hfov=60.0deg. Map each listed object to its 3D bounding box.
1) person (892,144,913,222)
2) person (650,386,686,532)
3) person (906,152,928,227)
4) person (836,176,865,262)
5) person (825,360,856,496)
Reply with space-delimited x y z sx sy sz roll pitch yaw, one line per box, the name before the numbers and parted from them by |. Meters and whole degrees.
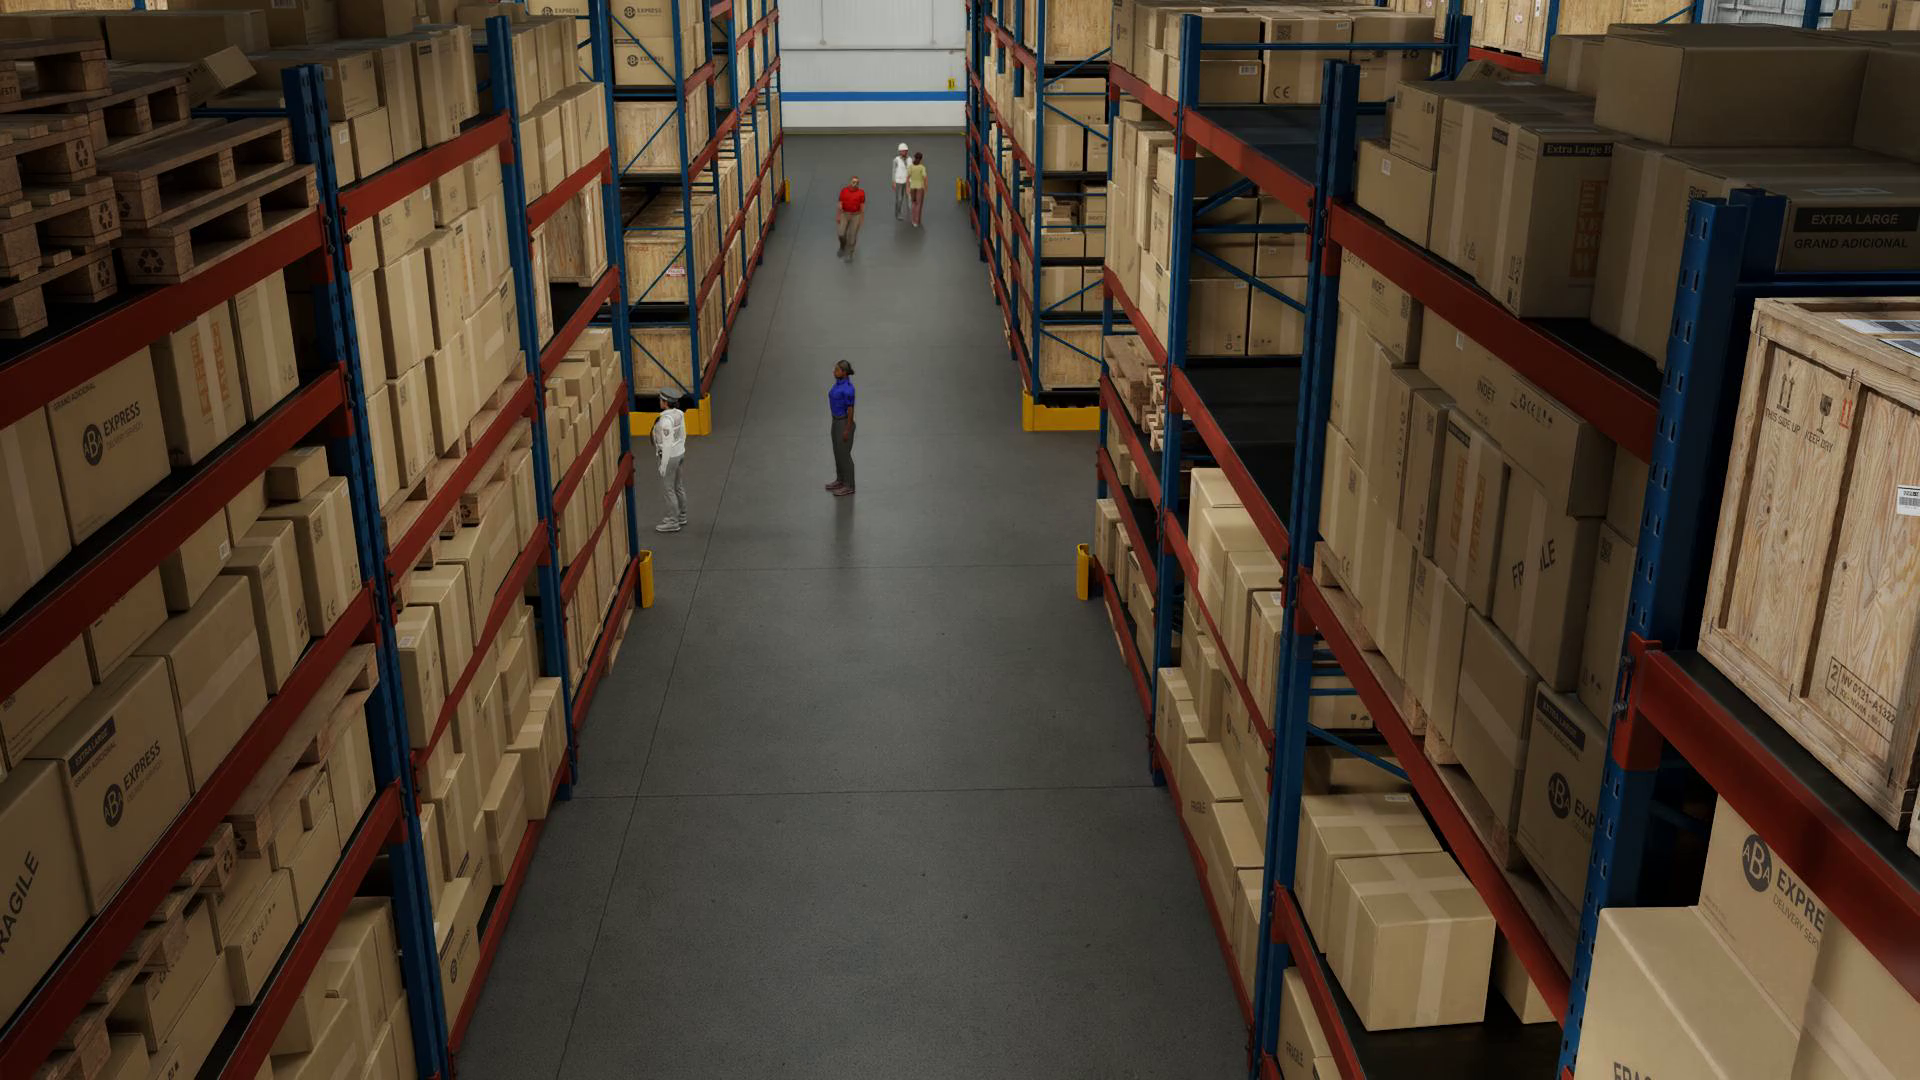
person | -1.302 -8.342 38.862 0.558 1.783 0.732 -7 21 -17
person | -3.339 -0.940 19.129 0.369 1.686 0.469 4 21 12
person | -0.944 -8.050 38.147 0.455 1.679 0.564 8 22 21
person | -2.261 -6.636 34.312 0.609 1.728 0.490 1 20 2
person | -1.462 -1.397 20.396 0.360 1.656 0.434 -8 22 -20
